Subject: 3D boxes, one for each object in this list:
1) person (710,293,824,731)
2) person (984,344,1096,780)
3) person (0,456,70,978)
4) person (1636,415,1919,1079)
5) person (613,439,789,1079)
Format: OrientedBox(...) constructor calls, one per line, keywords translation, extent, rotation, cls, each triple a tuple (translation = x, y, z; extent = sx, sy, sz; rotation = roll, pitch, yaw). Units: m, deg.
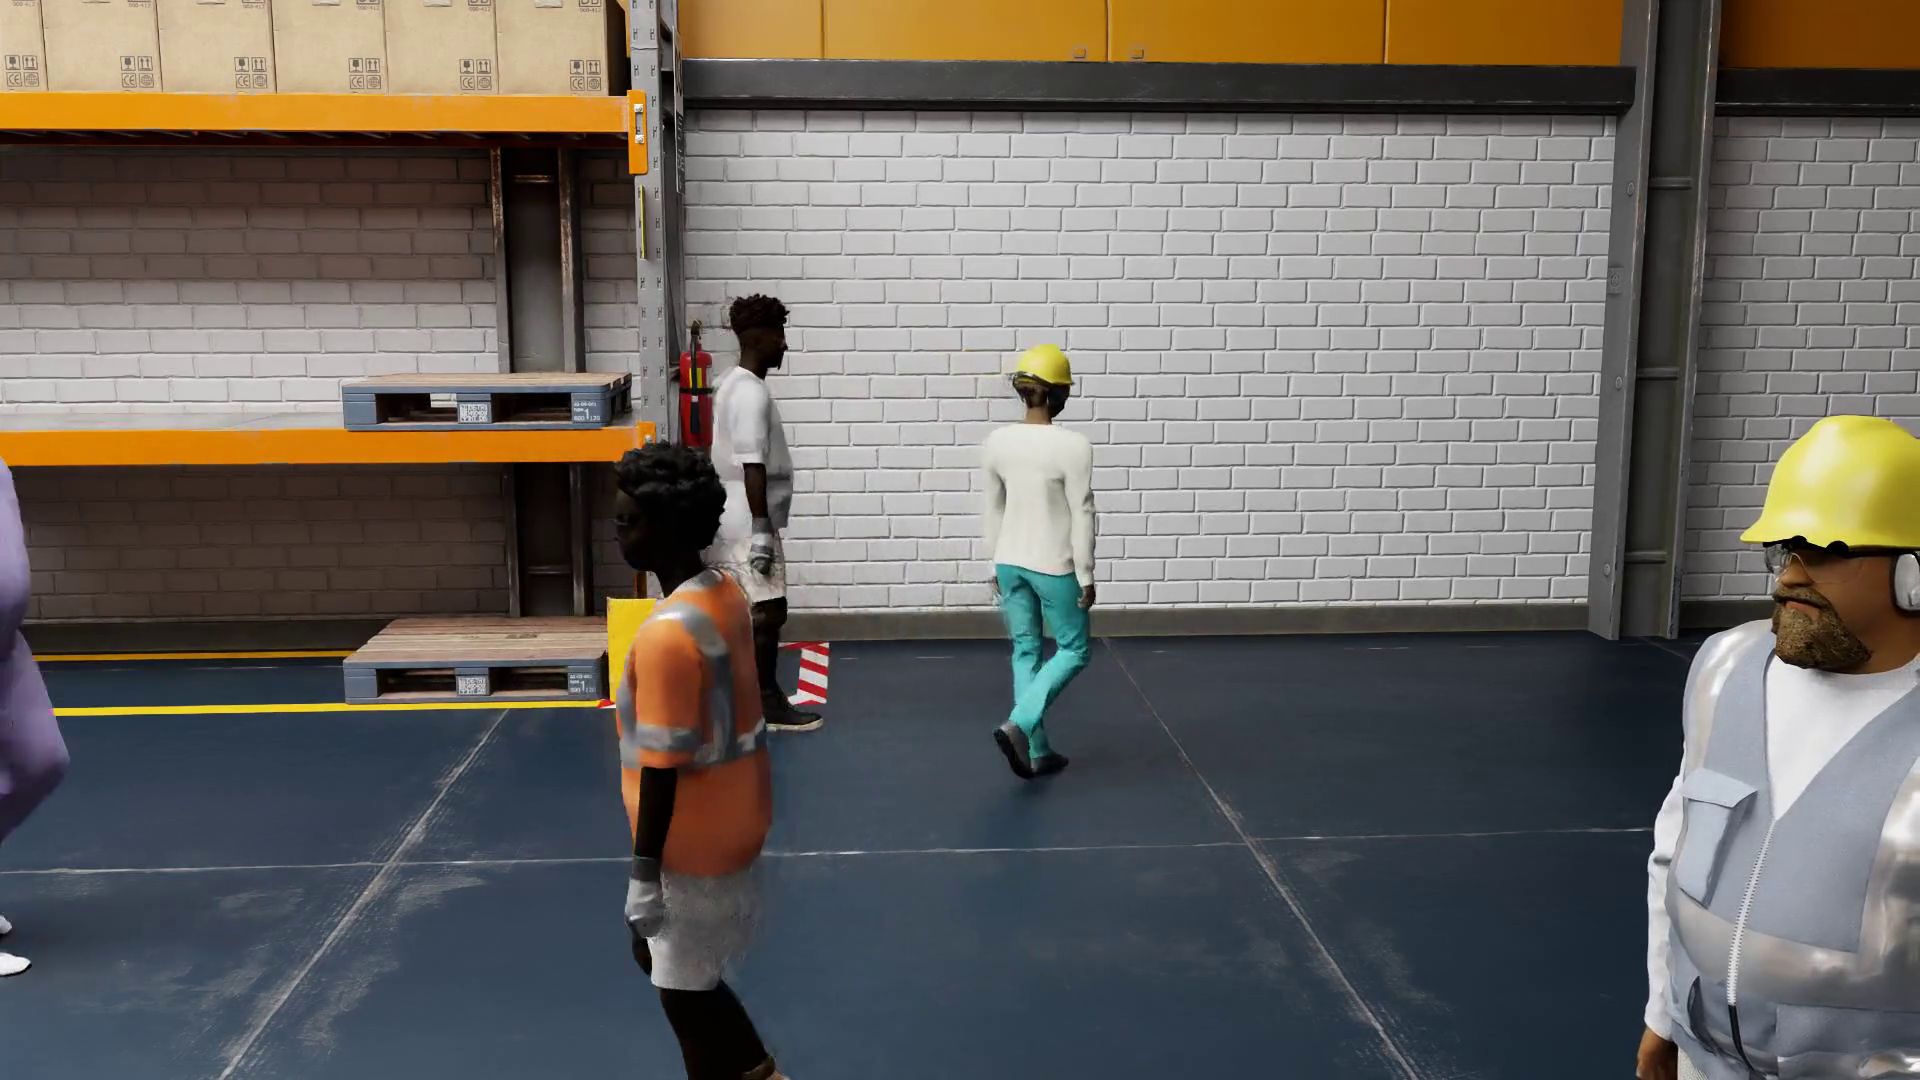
OrientedBox(translation=(-0.961, -0.091, 7.224), extent=(0.644, 1.950, 0.628), rotation=(-2, 9, -10), cls="person")
OrientedBox(translation=(0.292, 0.106, 6.568), extent=(0.542, 1.750, 0.482), rotation=(7, 12, 39), cls="person")
OrientedBox(translation=(-2.861, 0.330, 4.772), extent=(0.425, 1.892, 0.650), rotation=(0, 9, 1), cls="person")
OrientedBox(translation=(1.222, 0.737, 2.384), extent=(0.404, 1.832, 0.598), rotation=(-5, 10, -29), cls="person")
OrientedBox(translation=(-0.577, 0.627, 3.517), extent=(0.361, 1.681, 0.549), rotation=(0, 9, 3), cls="person")
